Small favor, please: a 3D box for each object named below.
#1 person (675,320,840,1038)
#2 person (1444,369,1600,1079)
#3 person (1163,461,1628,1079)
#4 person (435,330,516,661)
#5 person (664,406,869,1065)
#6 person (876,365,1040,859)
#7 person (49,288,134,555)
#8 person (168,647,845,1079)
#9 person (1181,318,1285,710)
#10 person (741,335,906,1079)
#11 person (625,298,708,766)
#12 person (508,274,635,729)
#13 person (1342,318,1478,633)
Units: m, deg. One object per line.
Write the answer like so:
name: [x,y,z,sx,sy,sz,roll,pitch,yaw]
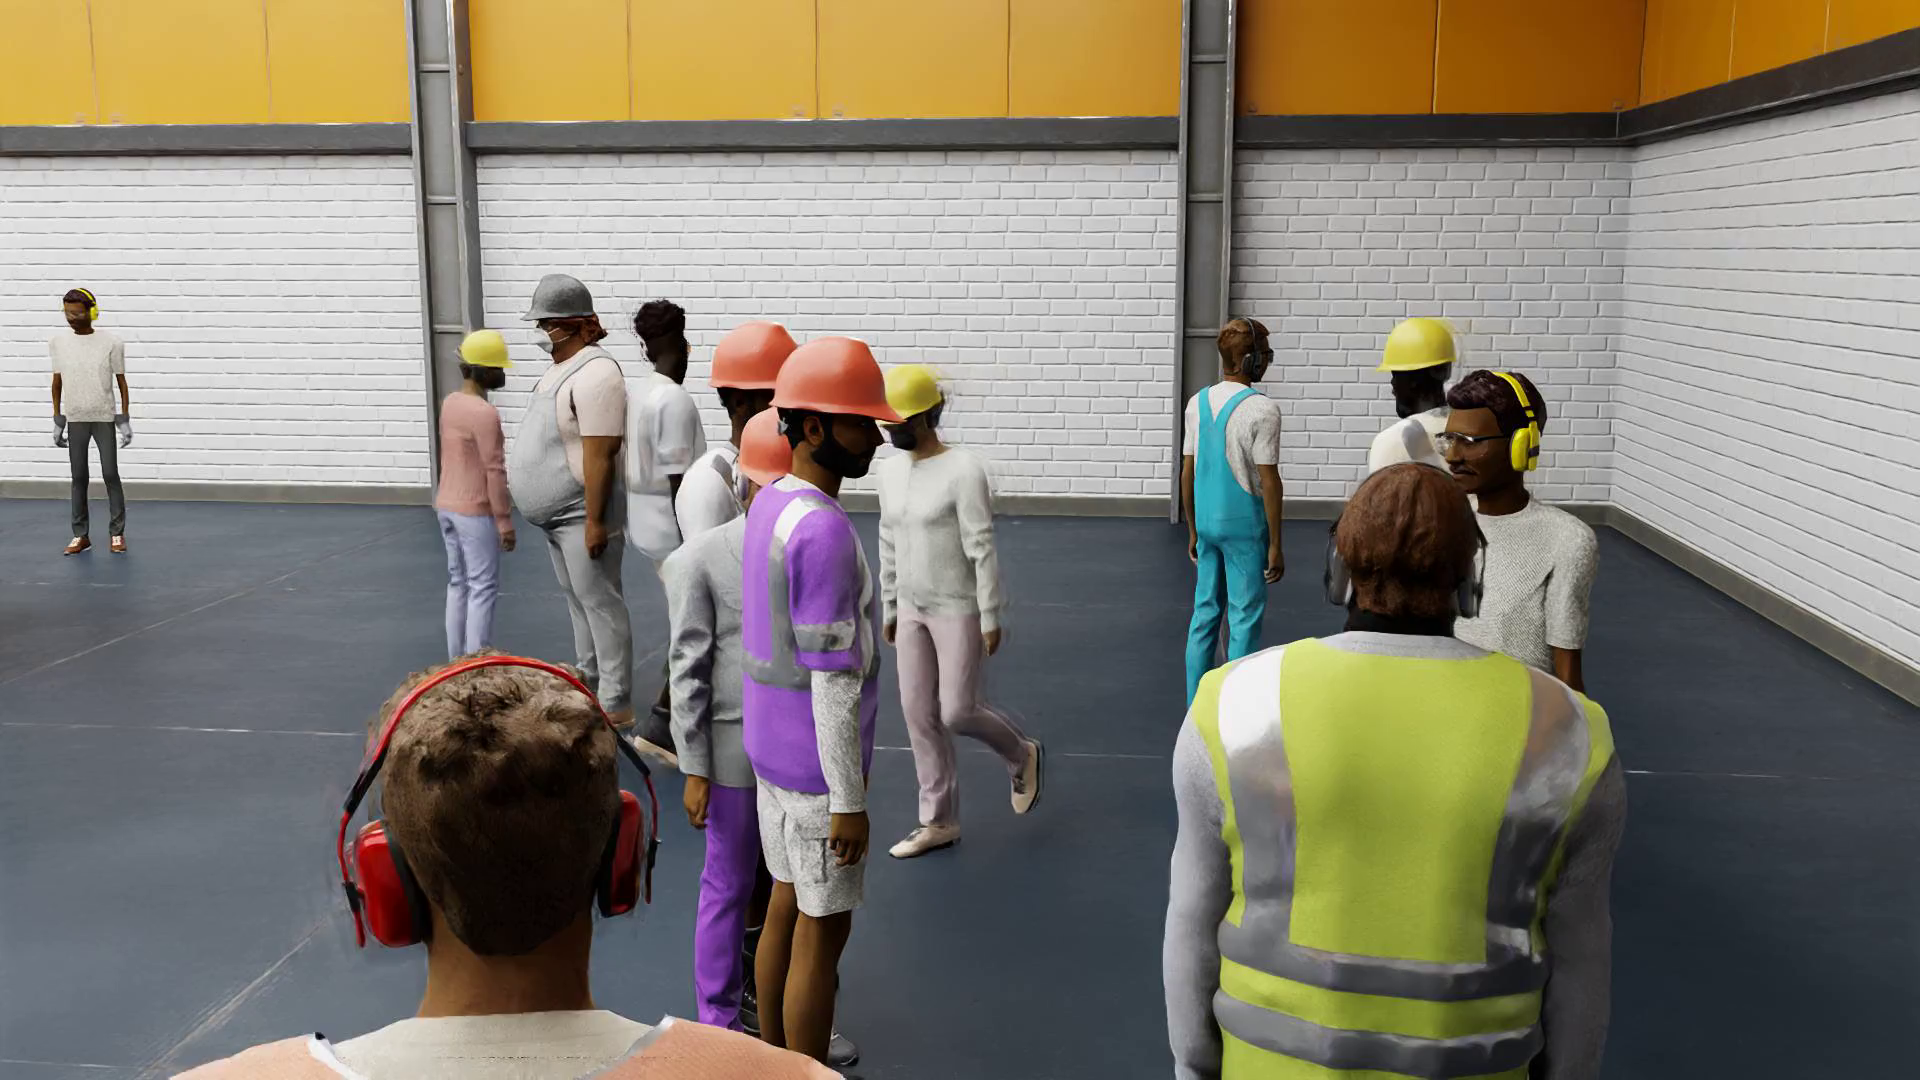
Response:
person: [-0.541,0.373,4.571,0.354,1.939,0.544,3,10,16]
person: [1.223,0.543,3.847,0.335,1.858,0.504,-5,11,-26]
person: [0.617,0.797,2.465,0.635,1.832,0.429,2,10,11]
person: [-2.310,-0.128,8.012,0.396,1.750,0.543,-9,13,-41]
person: [-0.465,0.530,4.221,0.561,1.744,0.338,-8,13,-38]
person: [-0.031,0.242,5.879,0.601,1.732,0.568,-10,14,-44]
person: [-6.080,-0.826,11.650,0.521,1.865,0.336,-2,10,-12]
person: [-0.347,1.000,1.328,0.579,1.818,0.693,-2,10,-13]
person: [1.162,-0.012,7.038,0.328,1.844,0.514,-8,13,-38]
person: [-0.313,0.497,3.868,0.366,1.933,0.551,-4,11,-20]
person: [-1.130,-0.019,6.837,0.454,1.927,0.641,-3,10,-18]
person: [-1.722,-0.169,7.382,0.536,2.000,0.684,-5,11,-27]
person: [1.618,0.185,5.782,0.594,1.888,0.756,-8,12,-37]
